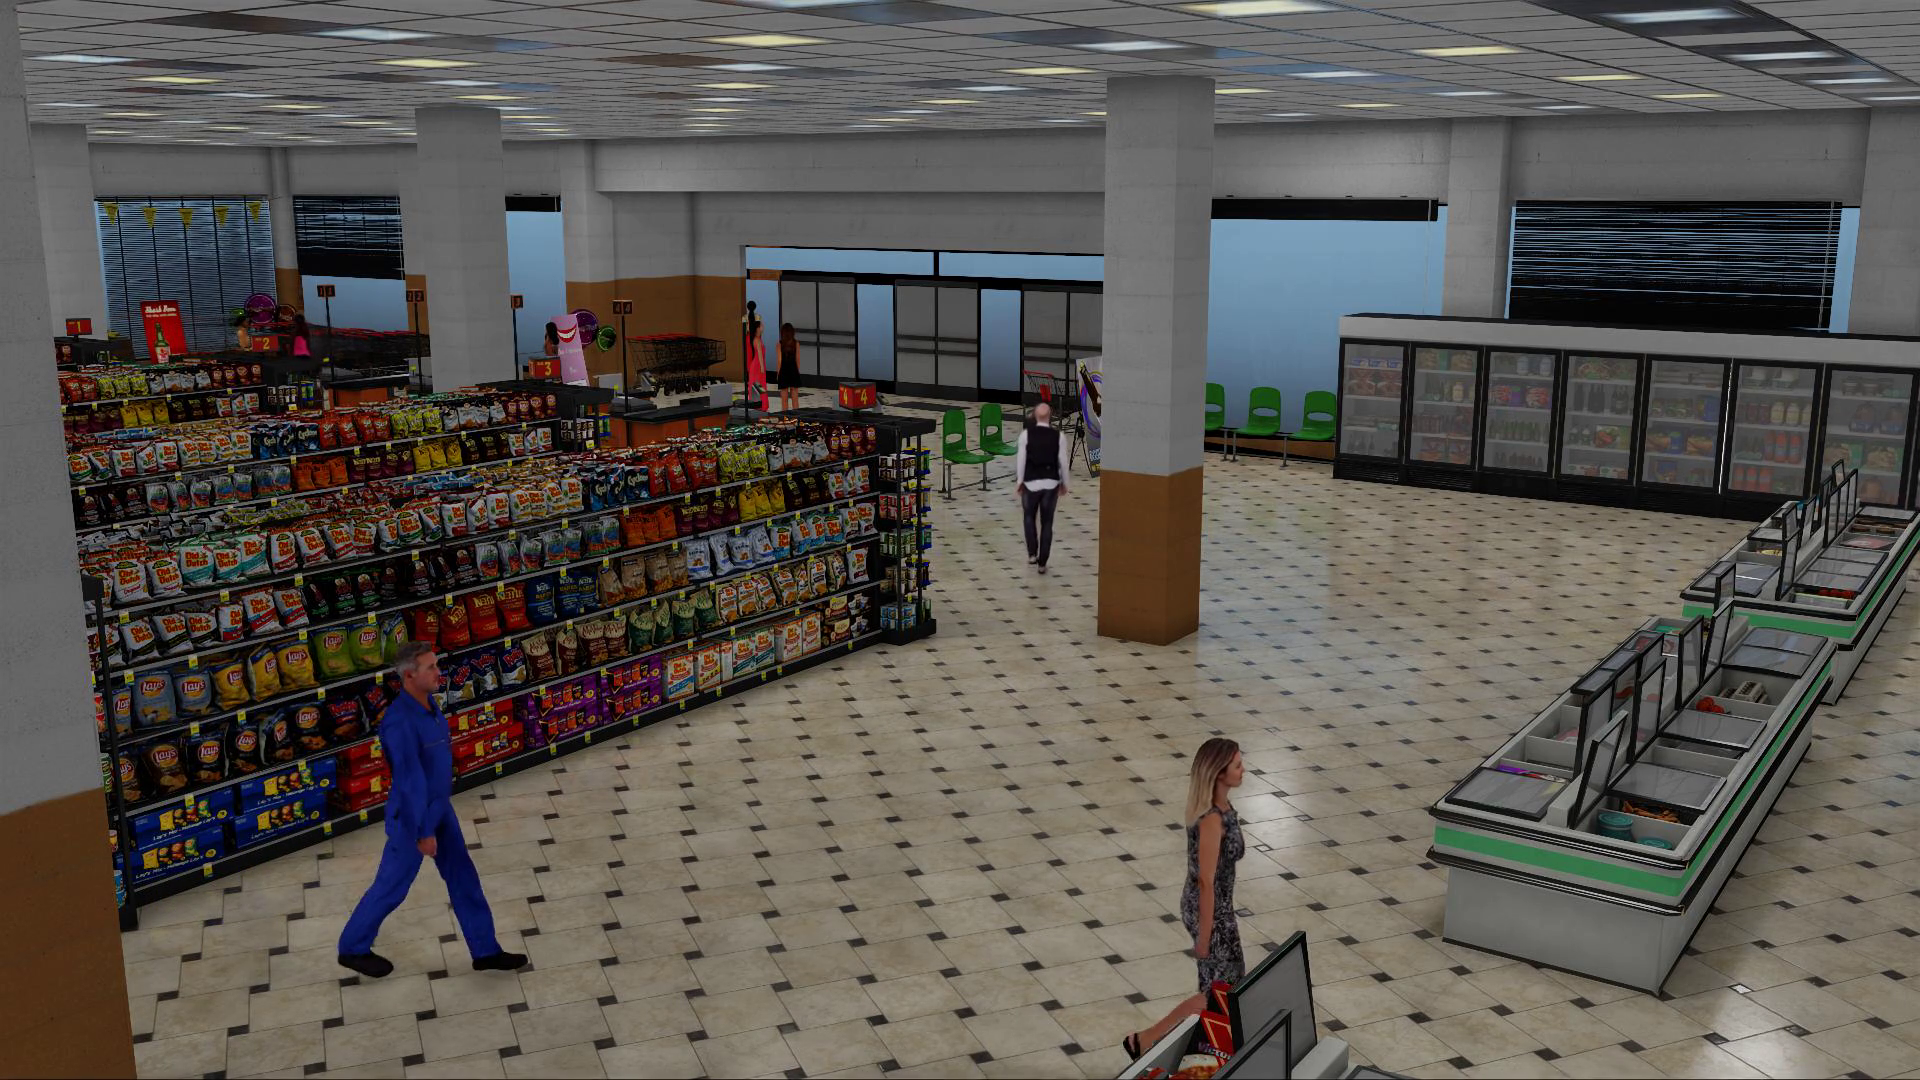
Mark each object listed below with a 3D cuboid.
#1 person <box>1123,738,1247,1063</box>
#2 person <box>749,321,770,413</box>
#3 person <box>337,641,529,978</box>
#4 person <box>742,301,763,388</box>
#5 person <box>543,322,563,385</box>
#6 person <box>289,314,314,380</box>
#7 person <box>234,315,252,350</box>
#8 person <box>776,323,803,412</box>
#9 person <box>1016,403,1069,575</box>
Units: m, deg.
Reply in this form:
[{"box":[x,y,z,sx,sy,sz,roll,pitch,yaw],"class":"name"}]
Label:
[{"box":[1.014,1.691,7.402,0.840,1.691,0.838,1,12,5],"class":"person"},{"box":[-3.651,-3.102,30.073,0.748,1.727,0.713,-4,13,-19],"class":"person"},{"box":[-2.849,1.420,8.469,1.199,1.781,1.270,1,12,3],"class":"person"},{"box":[-4.302,-4.076,34.542,0.639,1.793,0.743,-5,13,-22],"class":"person"},{"box":[-7.535,-3.216,30.816,0.784,1.645,0.641,2,12,7],"class":"person"},{"box":[-12.500,-3.428,31.764,0.751,1.669,1.144,6,13,26],"class":"person"},{"box":[-13.978,-3.506,32.260,1.075,1.617,0.971,-3,12,-13],"class":"person"},{"box":[-2.904,-2.763,28.204,0.626,1.835,0.722,-5,13,-22],"class":"person"},{"box":[0.857,-0.526,17.649,0.831,1.807,0.850,0,12,2],"class":"person"}]
